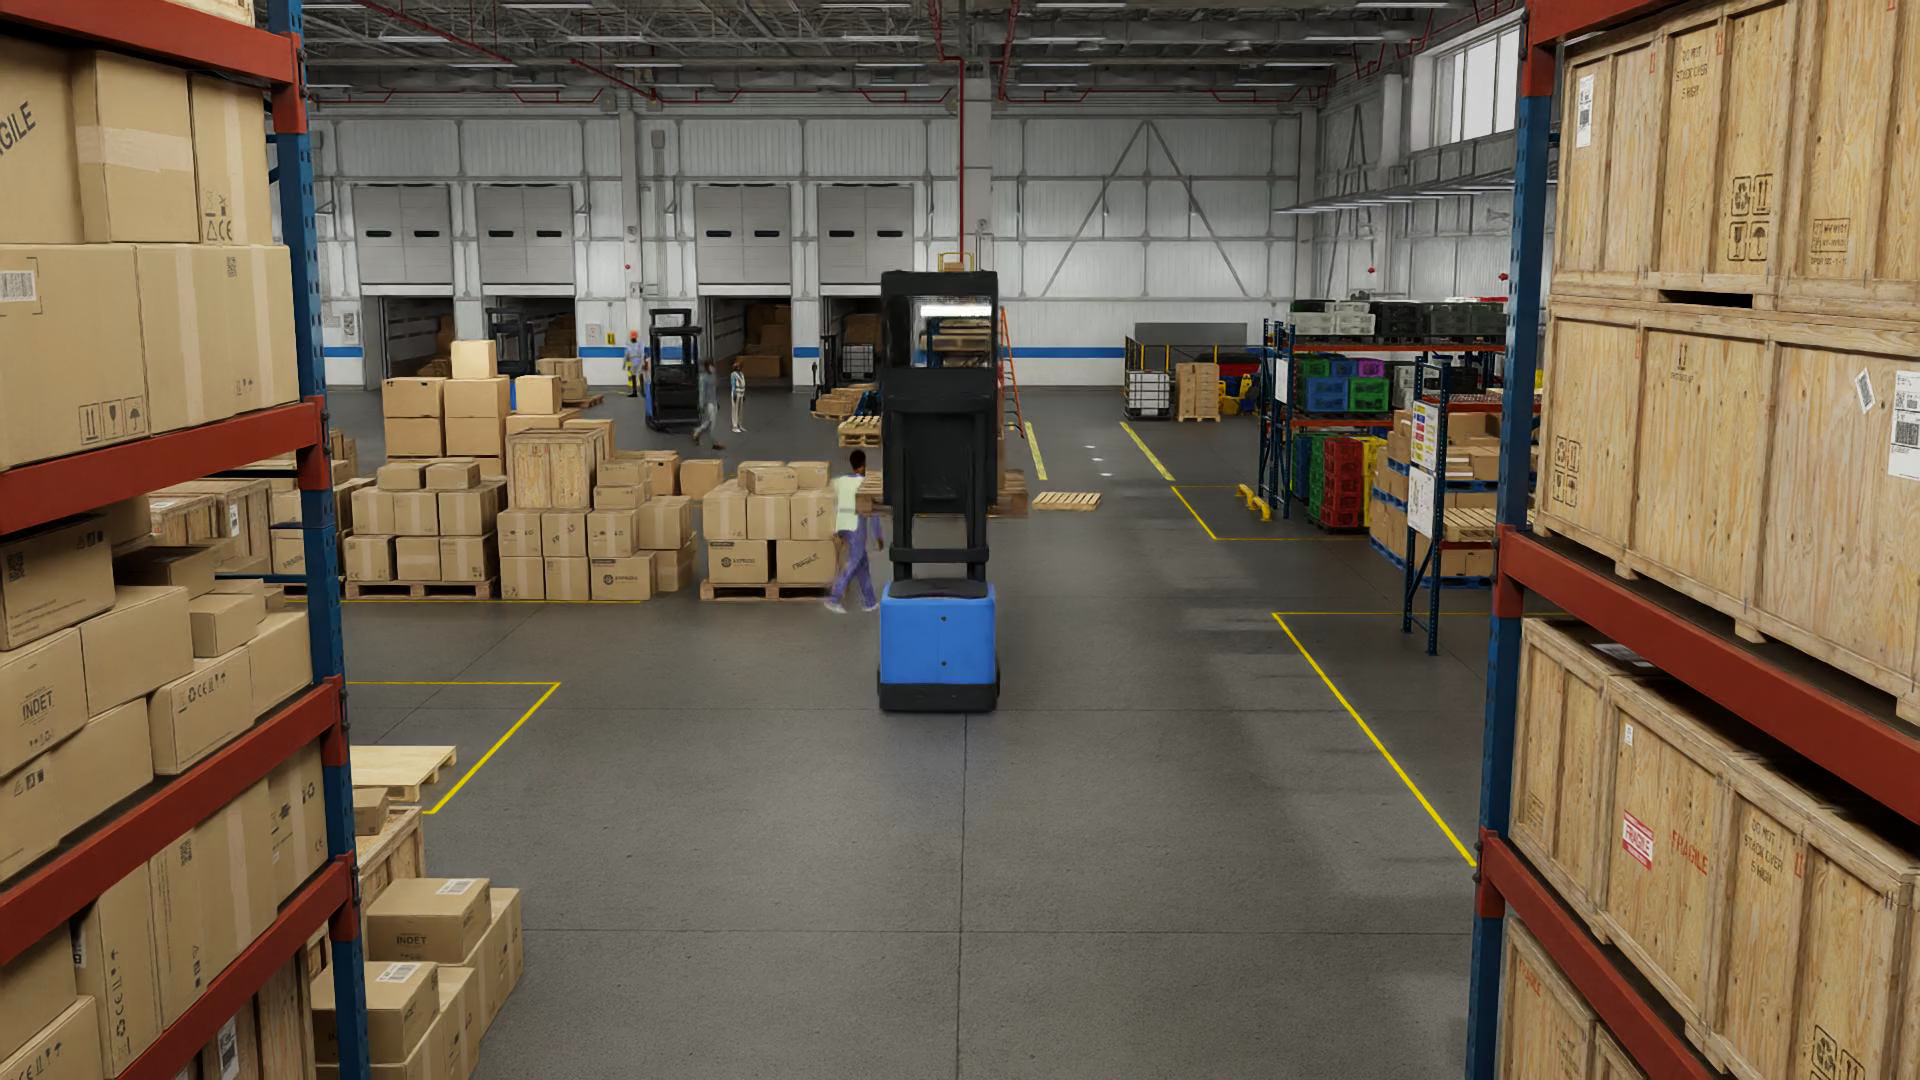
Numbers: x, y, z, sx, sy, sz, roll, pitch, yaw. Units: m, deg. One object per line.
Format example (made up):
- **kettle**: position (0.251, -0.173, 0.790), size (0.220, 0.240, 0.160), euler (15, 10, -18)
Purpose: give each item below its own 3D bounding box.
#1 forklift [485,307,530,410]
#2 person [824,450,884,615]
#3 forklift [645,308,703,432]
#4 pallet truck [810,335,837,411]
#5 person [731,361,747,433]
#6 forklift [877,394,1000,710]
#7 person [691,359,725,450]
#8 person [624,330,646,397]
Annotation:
- **forklift**: position (-10.751, -4.150, 39.642), size (1.129, 2.768, 1.873), euler (0, 10, 1)
- **person**: position (-1.251, -0.077, 19.081), size (0.798, 1.868, 0.718), euler (-9, 13, -43)
- **forklift**: position (-6.707, -3.996, 38.759), size (1.129, 2.768, 1.873), euler (-3, 10, -19)
- **pallet truck**: position (-3.021, -4.312, 43.126), size (1.885, 1.965, 0.823), euler (3, 10, 17)
- **person**: position (-5.115, -3.299, 38.312), size (0.307, 1.641, 0.511), euler (3, 10, 17)
- **forklift**: position (-0.191, 0.036, 15.495), size (1.129, 2.768, 1.873), euler (0, 10, 1)
- **person**: position (-5.316, -2.854, 34.928), size (0.756, 1.922, 0.635), euler (3, 10, 14)
- **person**: position (-9.270, -5.017, 47.426), size (0.641, 1.922, 0.501), euler (2, 10, 14)
